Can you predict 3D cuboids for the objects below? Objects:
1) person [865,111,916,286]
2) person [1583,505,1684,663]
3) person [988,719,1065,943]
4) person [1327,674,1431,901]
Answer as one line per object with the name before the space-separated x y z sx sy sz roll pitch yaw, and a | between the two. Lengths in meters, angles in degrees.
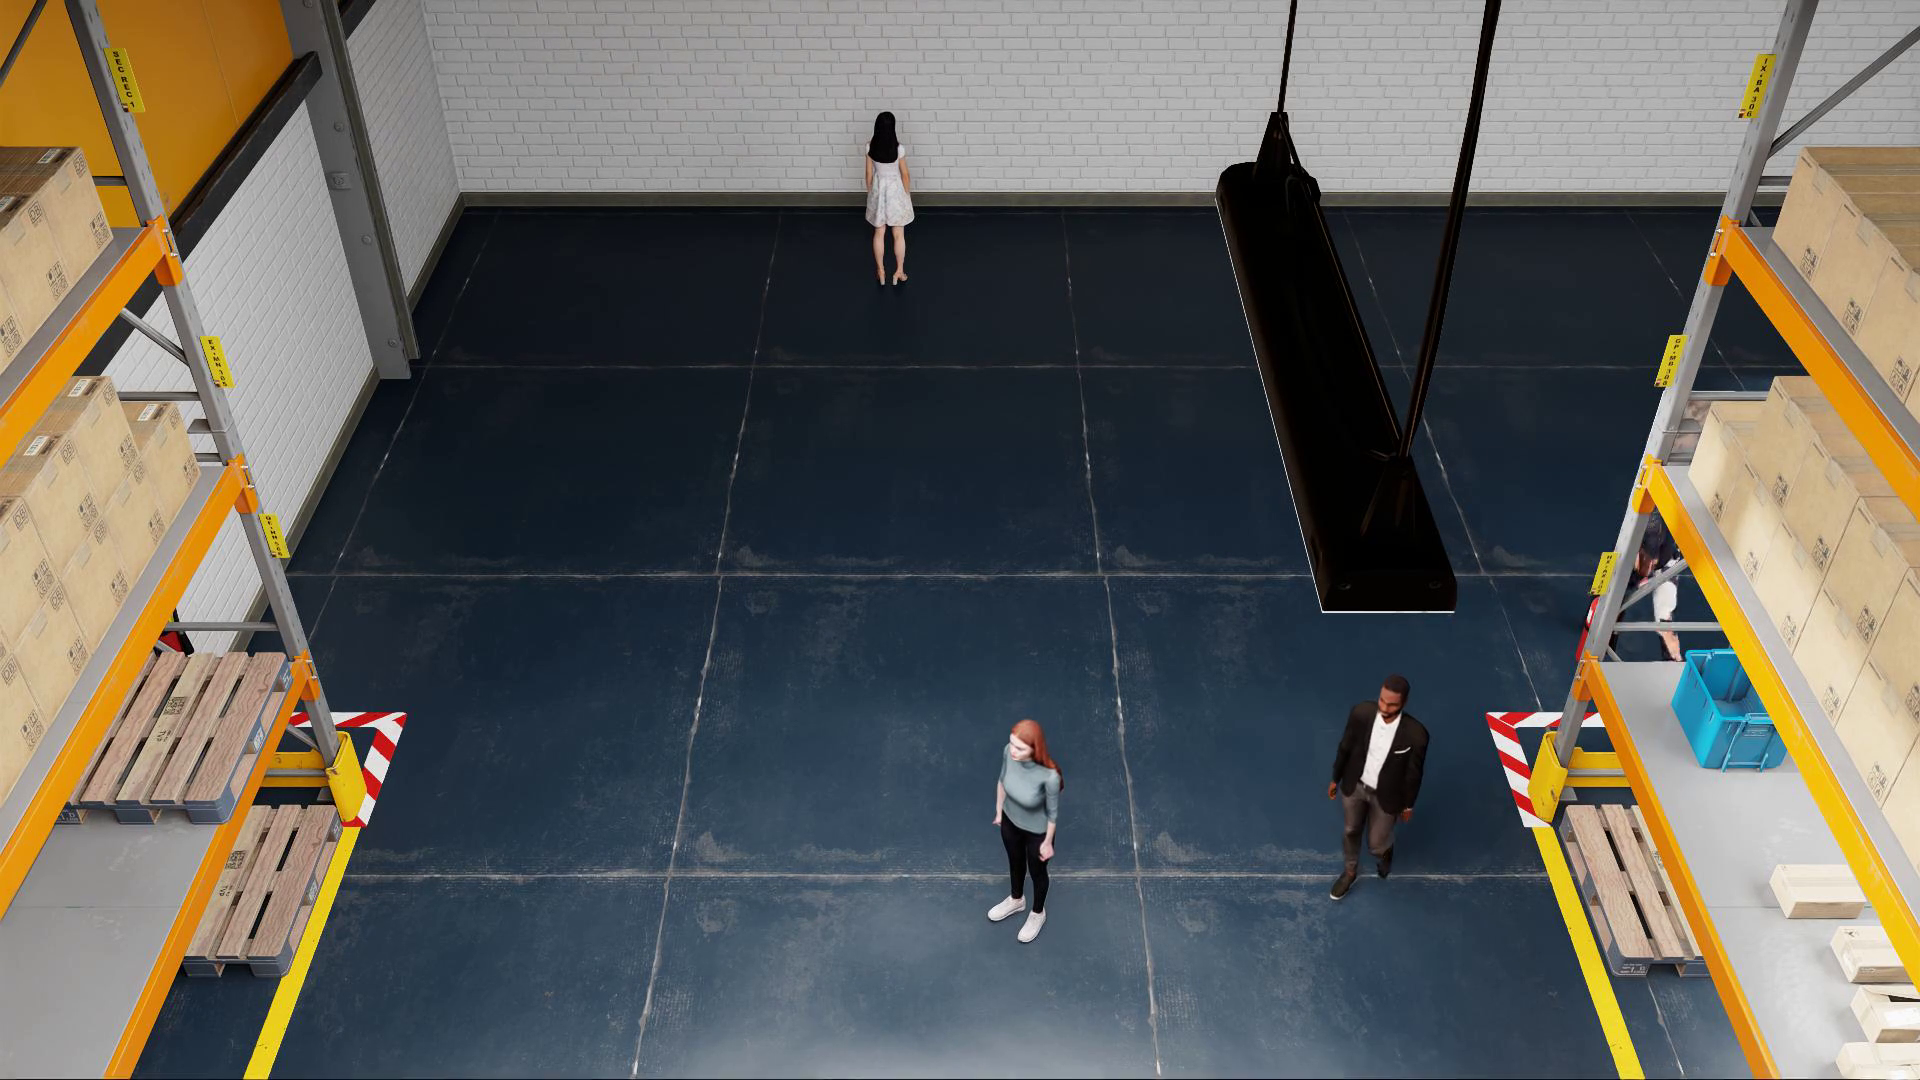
person | -0.691 -3.286 16.018 0.695 1.774 0.689 7 39 8
person | 4.814 0.071 11.761 1.088 1.840 1.296 -20 43 -23
person | 0.397 1.693 9.809 0.731 1.743 0.670 -32 48 -33
person | 2.537 1.452 10.071 0.865 1.792 0.926 25 45 28
